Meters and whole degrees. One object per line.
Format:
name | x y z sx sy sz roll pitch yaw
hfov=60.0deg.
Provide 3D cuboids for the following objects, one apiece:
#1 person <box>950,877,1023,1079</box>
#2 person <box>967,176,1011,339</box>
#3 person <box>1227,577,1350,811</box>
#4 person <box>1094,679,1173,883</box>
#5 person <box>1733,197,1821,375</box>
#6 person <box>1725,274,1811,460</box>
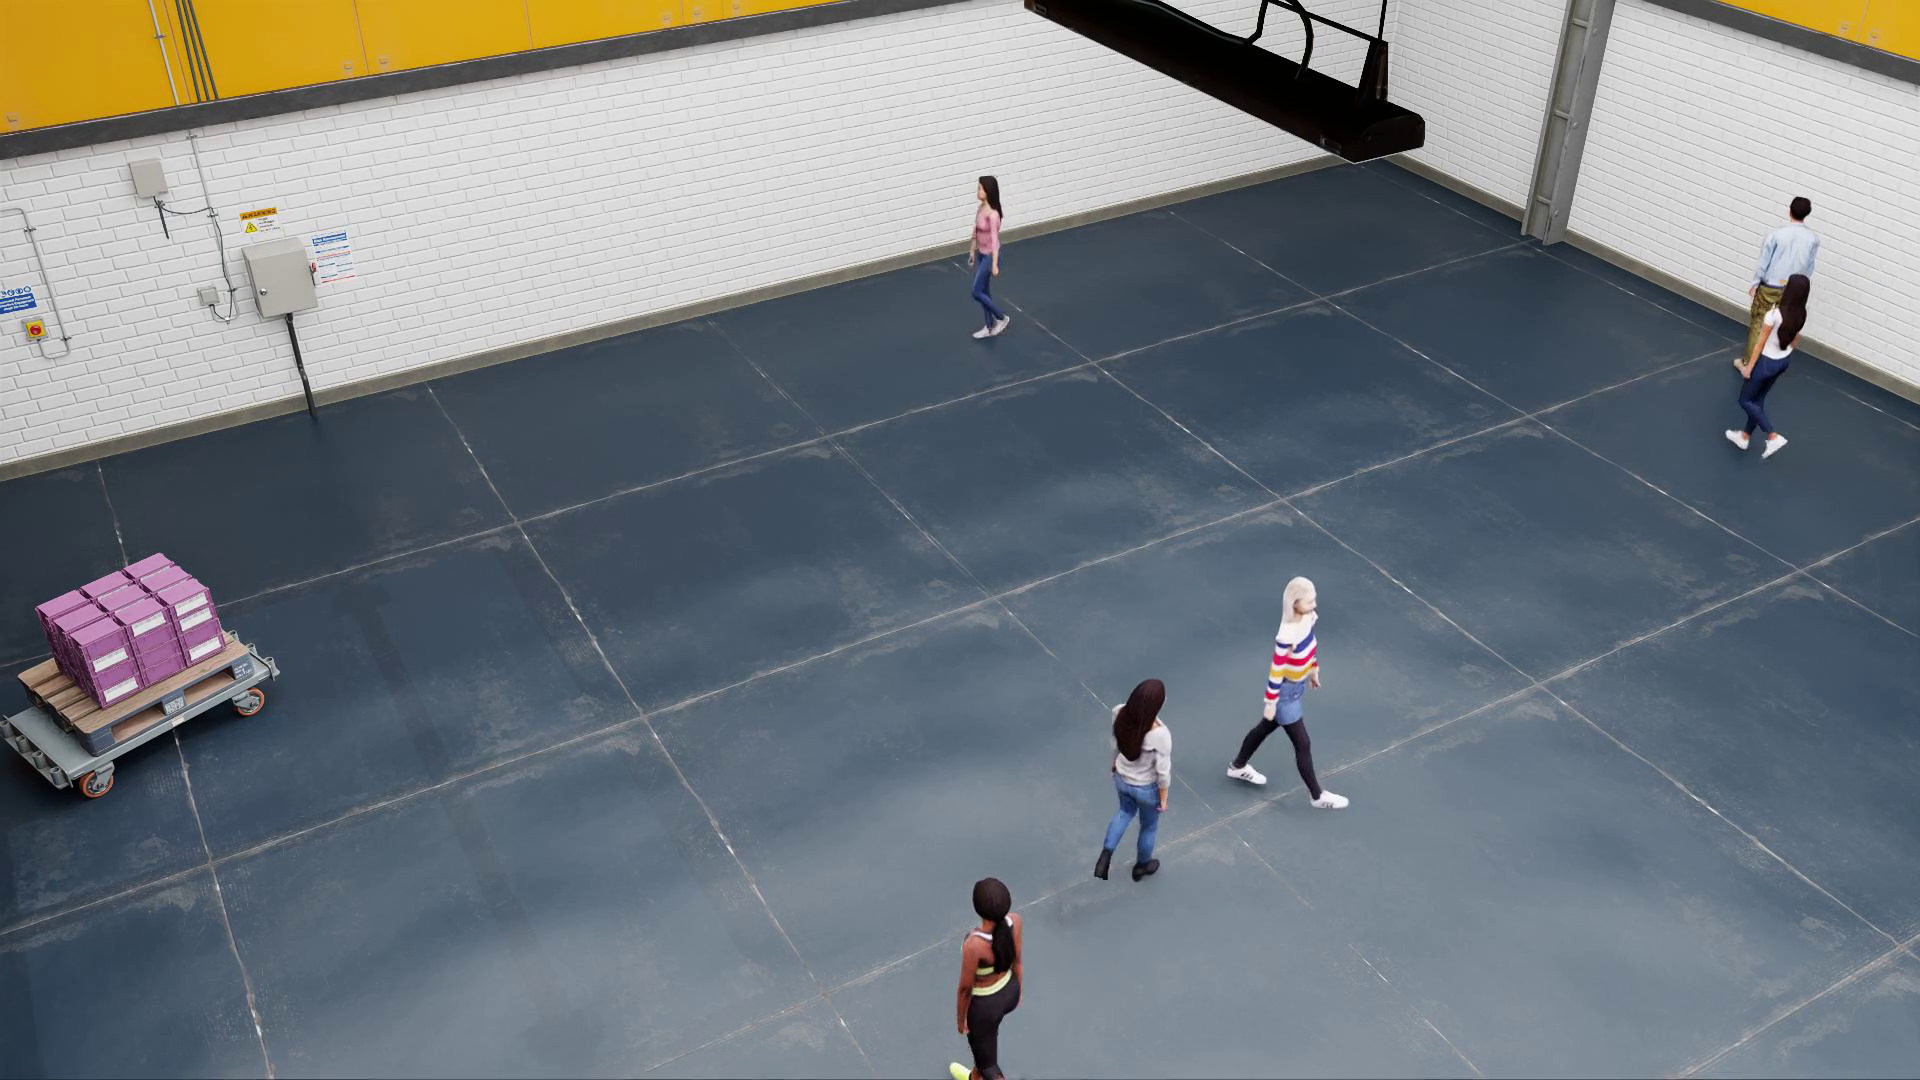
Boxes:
person | 0.215 2.504 8.766 0.692 1.732 1.086 -25 41 -33
person | 0.351 -2.861 16.839 0.725 1.730 0.670 -8 34 -12
person | 2.089 0.986 11.024 1.202 1.759 1.028 16 37 22
person | 1.059 1.548 10.308 0.814 1.617 0.815 27 42 35
person | 7.952 -2.456 16.158 0.762 1.809 0.779 3 34 5
person | 7.247 -1.504 14.768 0.642 1.762 0.902 -15 36 -21
